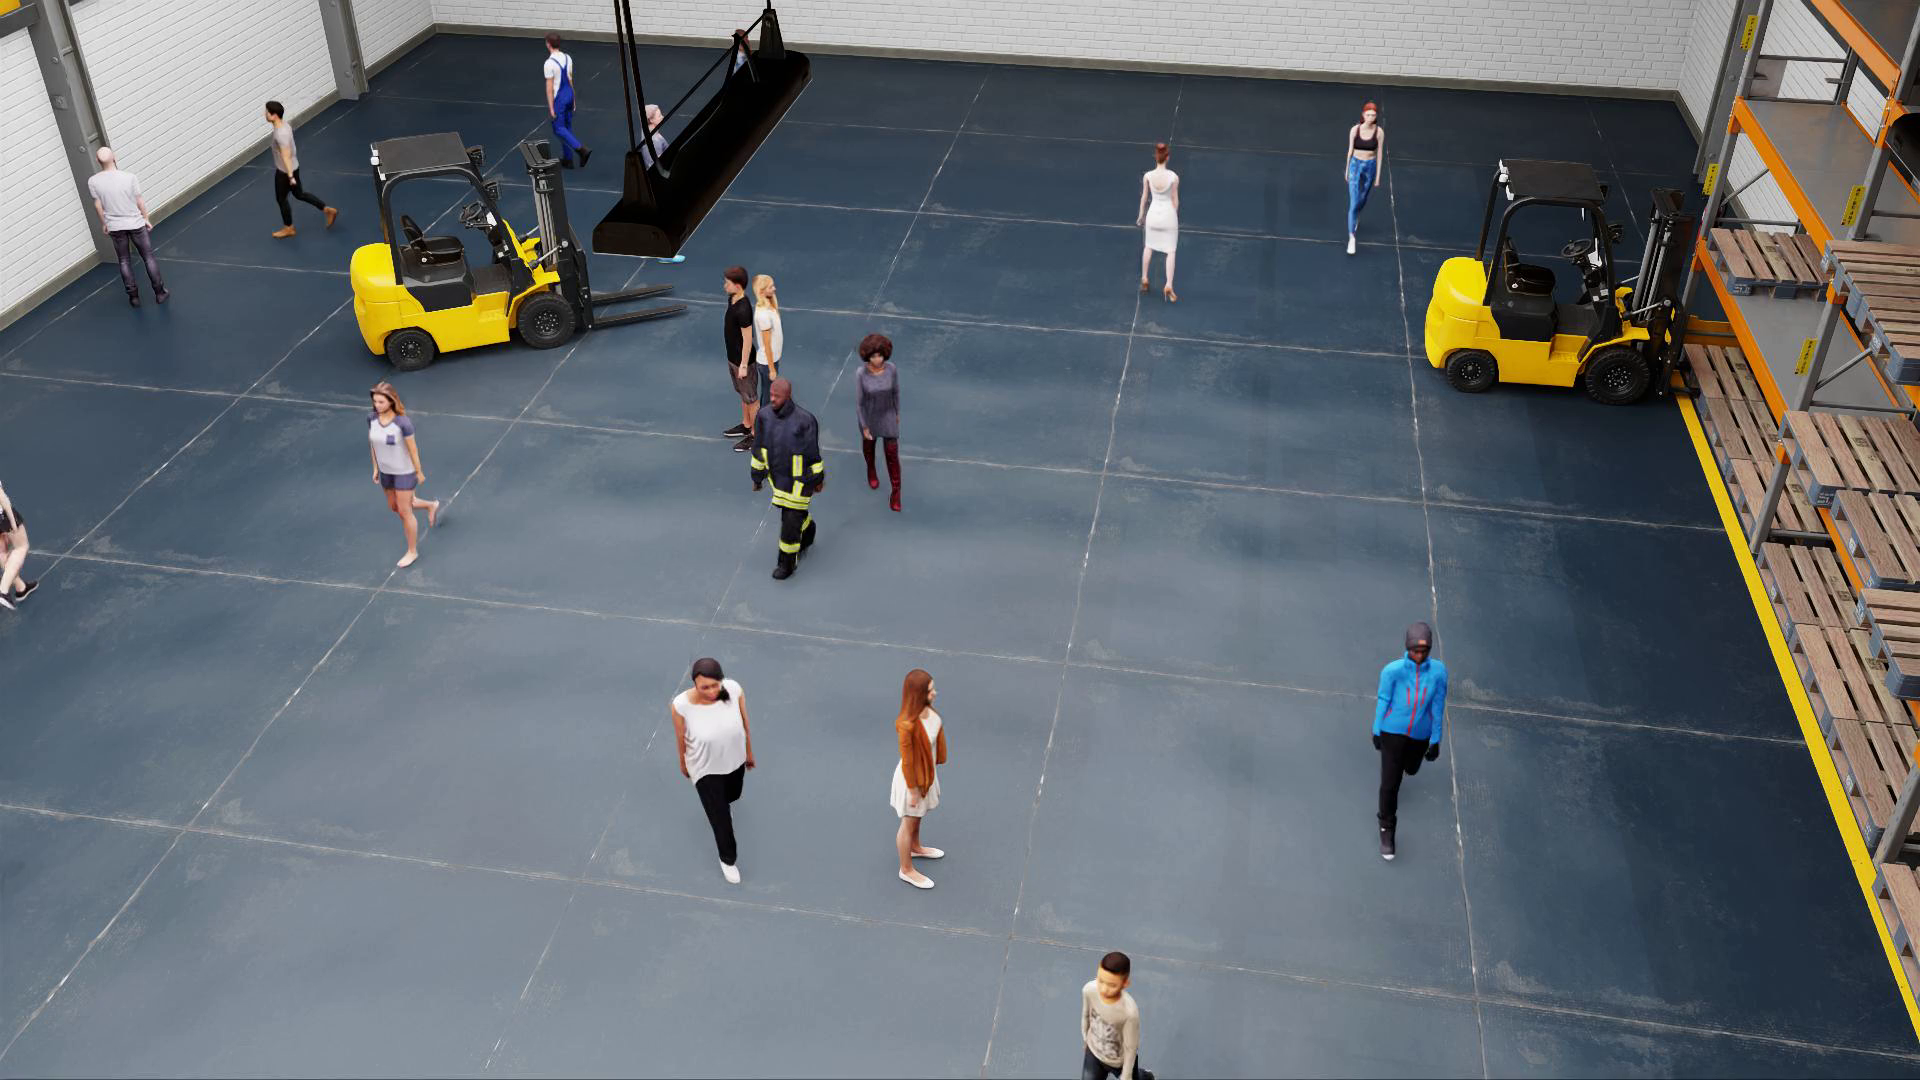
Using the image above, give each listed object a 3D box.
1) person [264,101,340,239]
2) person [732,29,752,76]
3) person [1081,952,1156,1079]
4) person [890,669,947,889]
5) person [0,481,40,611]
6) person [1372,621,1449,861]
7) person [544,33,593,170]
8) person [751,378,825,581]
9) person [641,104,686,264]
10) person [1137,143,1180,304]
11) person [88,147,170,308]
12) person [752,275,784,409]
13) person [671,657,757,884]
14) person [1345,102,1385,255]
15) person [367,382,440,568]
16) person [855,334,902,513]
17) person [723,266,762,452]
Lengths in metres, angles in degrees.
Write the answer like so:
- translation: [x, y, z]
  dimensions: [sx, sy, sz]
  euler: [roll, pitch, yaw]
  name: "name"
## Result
- translation: [-8.094, -4.514, 20.240]
  dimensions: [0.890, 1.693, 1.057]
  euler: [-6, 34, -8]
  name: "person"
- translation: [-3.020, -6.408, 23.286]
  dimensions: [0.643, 1.475, 0.481]
  euler: [0, 34, 0]
  name: "person"
- translation: [0.903, 2.847, 9.391]
  dimensions: [0.828, 1.444, 1.075]
  euler: [20, 38, 27]
  name: "person"
- translation: [-0.300, 1.554, 11.085]
  dimensions: [0.671, 1.723, 0.506]
  euler: [7, 34, 11]
  name: "person"
- translation: [-7.983, -0.156, 13.644]
  dimensions: [0.603, 1.737, 0.882]
  euler: [2, 34, 4]
  name: "person"
- translation: [3.065, 1.266, 11.472]
  dimensions: [0.747, 1.773, 1.142]
  euler: [0, 34, 0]
  name: "person"
- translation: [-5.202, -5.769, 22.002]
  dimensions: [0.952, 1.834, 1.047]
  euler: [21, 39, 29]
  name: "person"
- translation: [-1.417, -0.626, 14.303]
  dimensions: [0.960, 1.791, 1.158]
  euler: [16, 37, 22]
  name: "person"
- translation: [-3.561, -4.214, 19.614]
  dimensions: [0.807, 1.888, 0.695]
  euler: [-13, 36, -18]
  name: "person"
- translation: [2.232, -3.594, 18.772]
  dimensions: [0.867, 1.786, 0.827]
  euler: [15, 36, 21]
  name: "person"
- translation: [-9.330, -3.509, 18.602]
  dimensions: [0.758, 1.832, 0.758]
  euler: [-11, 35, -16]
  name: "person"
- translation: [-1.841, -1.699, 15.902]
  dimensions: [0.708, 1.809, 0.533]
  euler: [-2, 34, -3]
  name: "person"
- translation: [-1.645, 1.451, 11.295]
  dimensions: [1.036, 1.661, 1.140]
  euler: [-18, 37, -25]
  name: "person"
- translation: [4.838, -4.413, 20.038]
  dimensions: [0.561, 1.749, 1.165]
  euler: [5, 34, 7]
  name: "person"
- translation: [-4.808, -0.633, 14.384]
  dimensions: [0.747, 1.712, 0.995]
  euler: [13, 36, 19]
  name: "person"
- translation: [-0.784, -1.138, 15.180]
  dimensions: [0.876, 1.672, 1.166]
  euler: [-7, 34, -11]
  name: "person"
- translation: [-2.082, -1.762, 15.948]
  dimensions: [0.824, 1.862, 0.714]
  euler: [-12, 36, -18]
  name: "person"
